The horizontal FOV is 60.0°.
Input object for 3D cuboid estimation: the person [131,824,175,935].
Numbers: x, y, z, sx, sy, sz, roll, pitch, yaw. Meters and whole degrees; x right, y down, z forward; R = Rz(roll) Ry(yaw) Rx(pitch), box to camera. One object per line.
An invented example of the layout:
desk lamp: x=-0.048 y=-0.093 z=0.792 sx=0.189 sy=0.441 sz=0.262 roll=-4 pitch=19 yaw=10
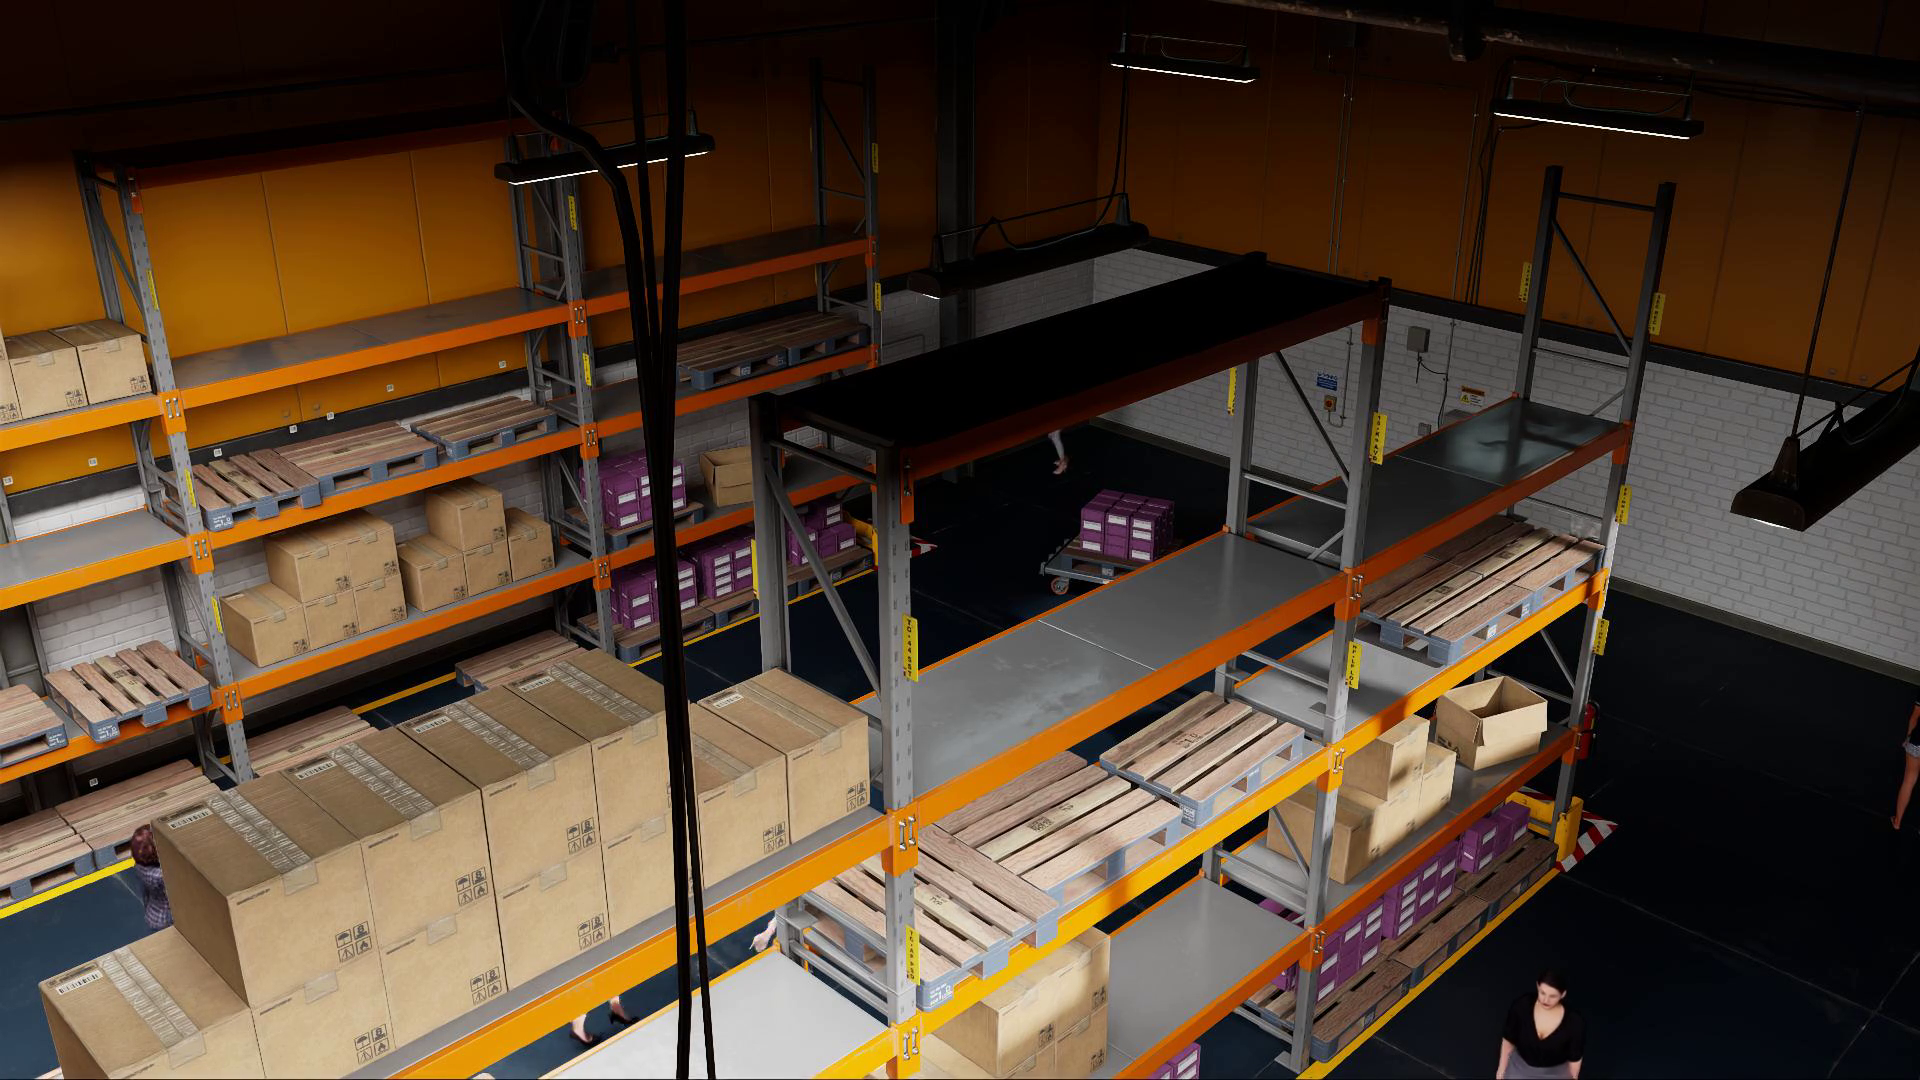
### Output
person: x=-6.036 y=2.940 z=12.546 sx=0.654 sy=1.682 sz=0.813 roll=19 pitch=30 yaw=36

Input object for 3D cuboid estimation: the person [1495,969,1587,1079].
person: x=3.883 y=3.537 z=11.106 sx=0.705 sy=1.743 sz=0.671 roll=16 pitch=28 yaw=32

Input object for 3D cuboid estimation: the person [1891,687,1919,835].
person: x=8.732 y=1.838 z=14.963 sx=0.628 sy=1.765 sz=0.585 roll=14 pitch=27 yaw=30
